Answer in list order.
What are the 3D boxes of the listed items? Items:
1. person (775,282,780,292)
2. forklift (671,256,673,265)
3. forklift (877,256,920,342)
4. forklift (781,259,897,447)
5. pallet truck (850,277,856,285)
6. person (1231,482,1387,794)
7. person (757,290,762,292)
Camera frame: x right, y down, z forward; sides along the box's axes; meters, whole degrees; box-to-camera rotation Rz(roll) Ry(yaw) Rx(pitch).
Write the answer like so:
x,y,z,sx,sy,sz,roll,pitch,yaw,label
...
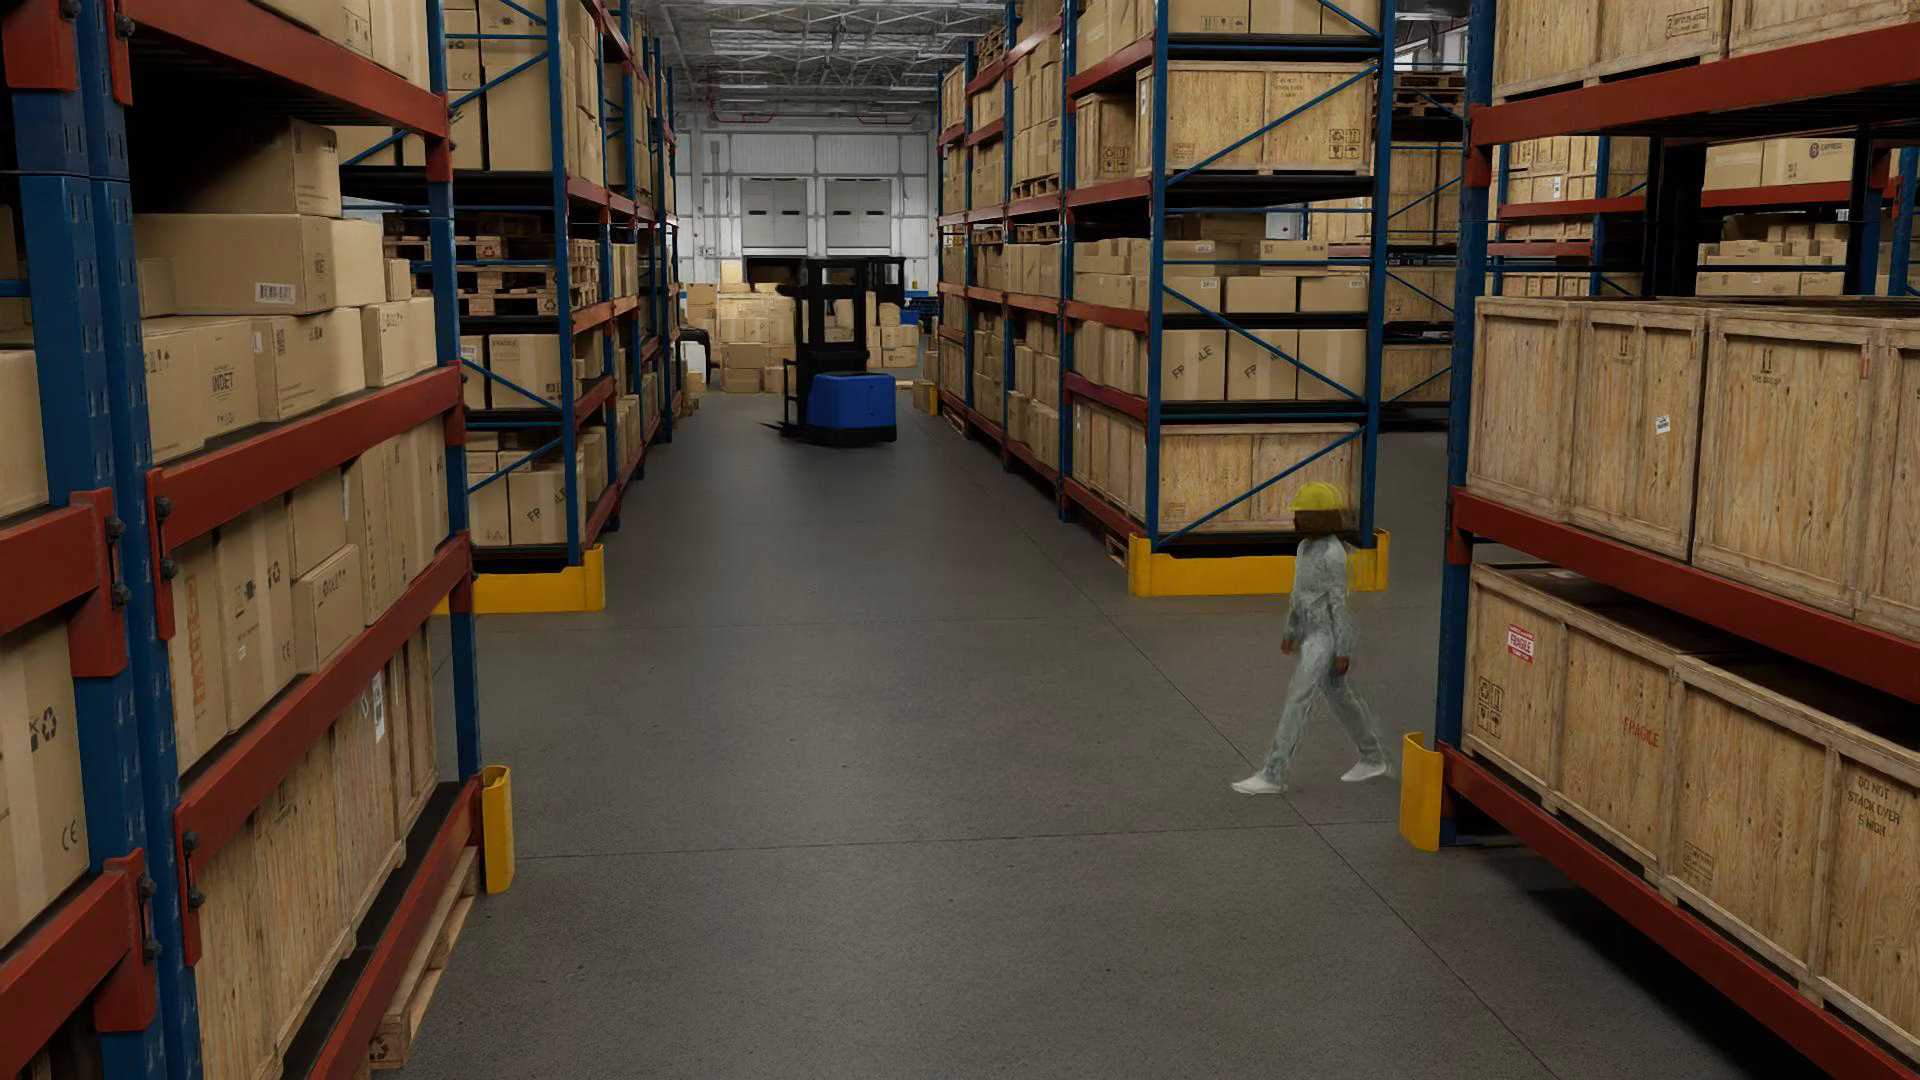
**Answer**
x,y,z,sx,sy,sz,roll,pitch,yaw,label
-6.464,-8.340,59.969,0.534,1.902,0.664,-3,10,-19,person
-10.983,-9.065,61.341,1.129,2.768,1.873,-1,10,-7,forklift
-2.225,-7.845,54.237,1.129,2.768,1.873,-6,12,-33,forklift
-1.855,-2.908,25.493,1.129,2.768,1.873,-6,11,-32,forklift
-3.782,-9.391,65.808,1.885,1.965,0.823,2,10,10,pallet truck
1.945,0.521,8.980,0.911,1.696,0.503,-1,10,-8,person
-5.451,-5.917,45.855,0.944,1.897,0.657,-2,10,-10,person
